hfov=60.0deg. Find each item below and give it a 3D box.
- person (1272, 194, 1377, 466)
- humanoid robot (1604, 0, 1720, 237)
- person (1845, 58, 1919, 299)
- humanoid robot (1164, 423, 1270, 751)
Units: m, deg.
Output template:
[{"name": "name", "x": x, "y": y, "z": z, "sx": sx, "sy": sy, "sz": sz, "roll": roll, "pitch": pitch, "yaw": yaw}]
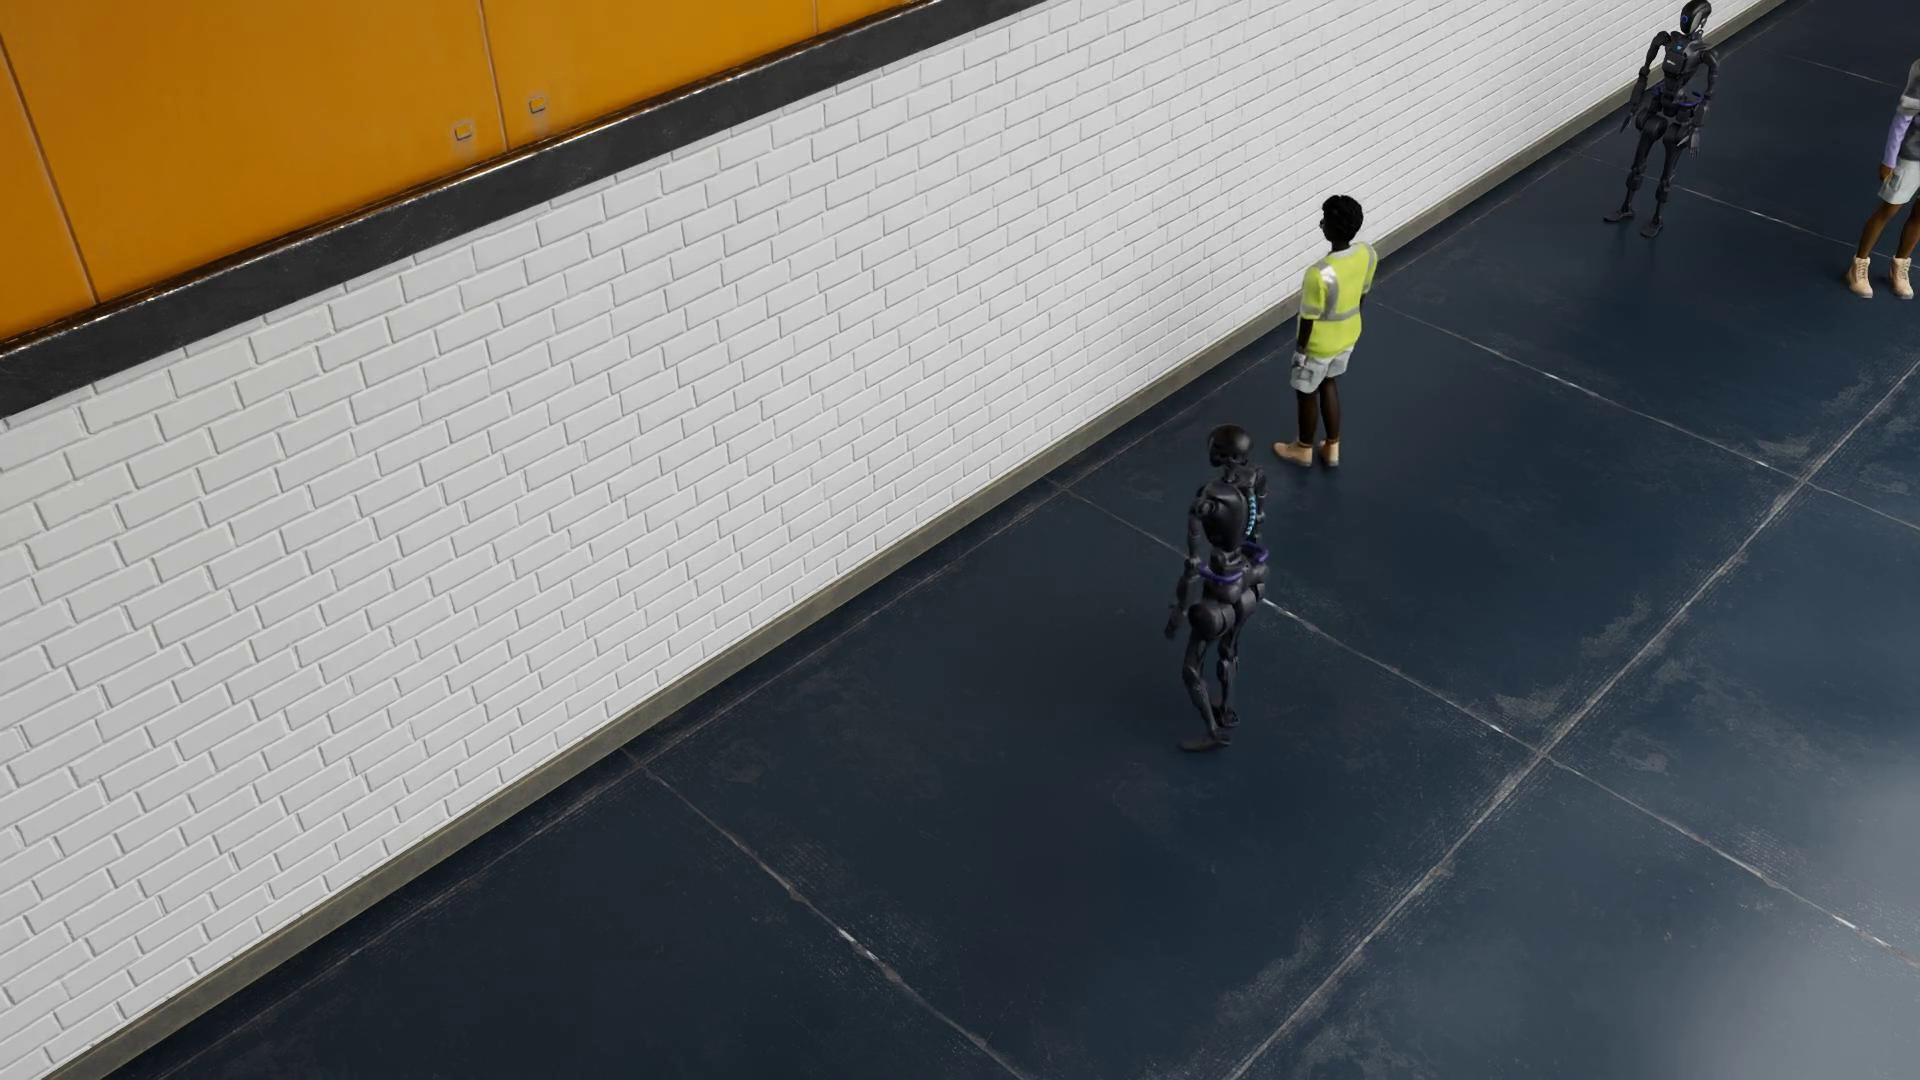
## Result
[{"name": "person", "x": 2.026, "y": -1.114, "z": 9.178, "sx": 0.536, "sy": 1.684, "sz": 0.395, "roll": -28, "pitch": 47, "yaw": -31}, {"name": "humanoid robot", "x": 4.853, "y": -2.890, "z": 11.393, "sx": 0.315, "sy": 1.657, "sz": 0.599, "roll": -26, "pitch": 45, "yaw": -28}, {"name": "person", "x": 6.192, "y": -2.462, "z": 10.593, "sx": 0.599, "sy": 2.036, "sz": 0.411, "roll": -1, "pitch": 39, "yaw": -1}, {"name": "humanoid robot", "x": 1.217, "y": 0.228, "z": 7.507, "sx": 0.442, "sy": 1.639, "sz": 0.583, "roll": 30, "pitch": 47, "yaw": 32}]
